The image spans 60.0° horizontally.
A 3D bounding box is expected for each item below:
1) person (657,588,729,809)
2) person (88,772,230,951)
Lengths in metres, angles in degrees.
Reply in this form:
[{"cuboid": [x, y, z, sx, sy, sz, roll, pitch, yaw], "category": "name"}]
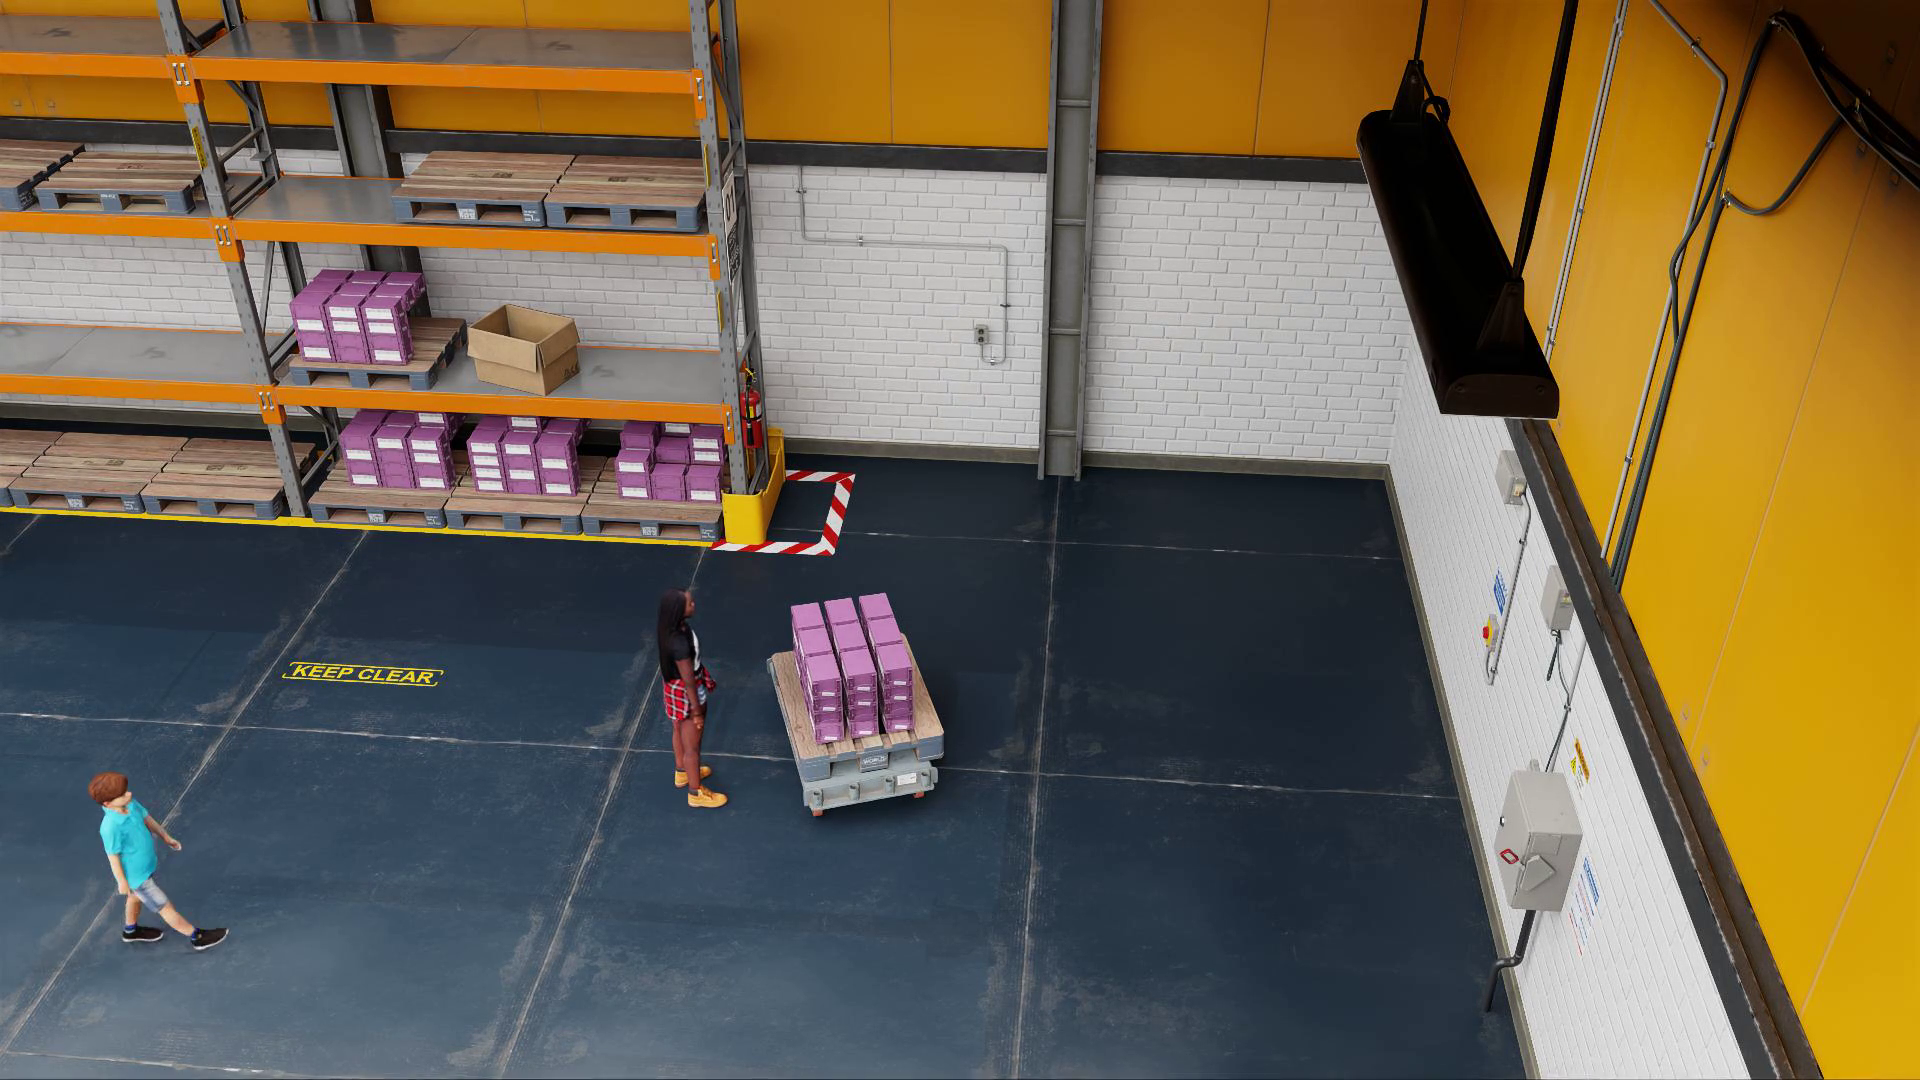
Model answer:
[{"cuboid": [-1.866, 1.055, 11.278, 0.742, 1.729, 0.712, -14, 36, -20], "category": "person"}, {"cuboid": [-5.109, 1.985, 10.165, 0.964, 1.413, 0.660, -4, 34, -6], "category": "person"}]
